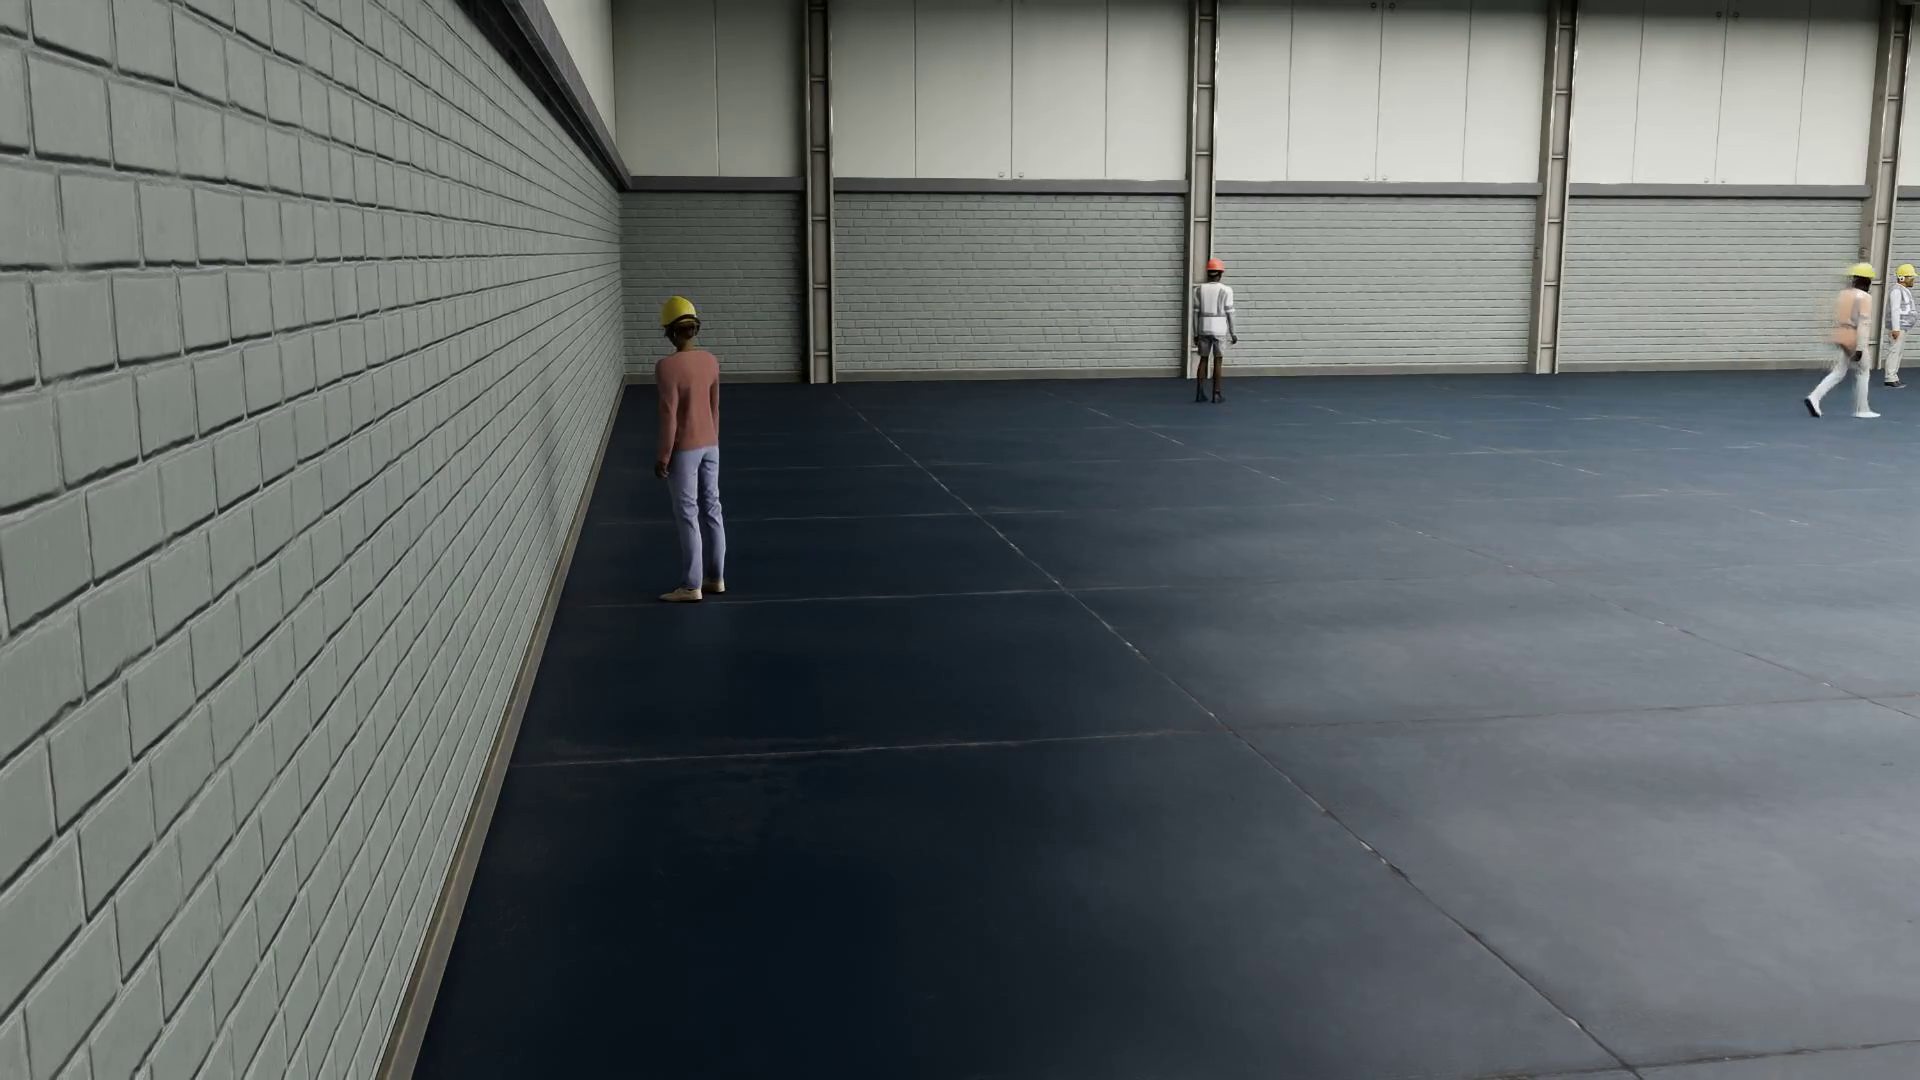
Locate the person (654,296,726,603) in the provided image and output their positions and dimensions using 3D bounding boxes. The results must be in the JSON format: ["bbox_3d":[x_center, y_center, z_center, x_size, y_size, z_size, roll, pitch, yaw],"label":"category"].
[{"bbox_3d":[-1.582,-0.517,9.616,0.329,1.765,0.526,5,11,29],"label":"person"}]

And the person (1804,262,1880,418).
[{"bbox_3d":[10.763,-2.411,20.148,0.878,1.899,0.596,-1,10,-7],"label":"person"}]

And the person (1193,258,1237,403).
[{"bbox_3d":[3.386,-2.787,22.211,0.560,1.932,0.388,6,12,33],"label":"person"}]

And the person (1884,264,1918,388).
[{"bbox_3d":[13.950,-3.166,24.667,0.404,1.831,0.600,8,13,38],"label":"person"}]
